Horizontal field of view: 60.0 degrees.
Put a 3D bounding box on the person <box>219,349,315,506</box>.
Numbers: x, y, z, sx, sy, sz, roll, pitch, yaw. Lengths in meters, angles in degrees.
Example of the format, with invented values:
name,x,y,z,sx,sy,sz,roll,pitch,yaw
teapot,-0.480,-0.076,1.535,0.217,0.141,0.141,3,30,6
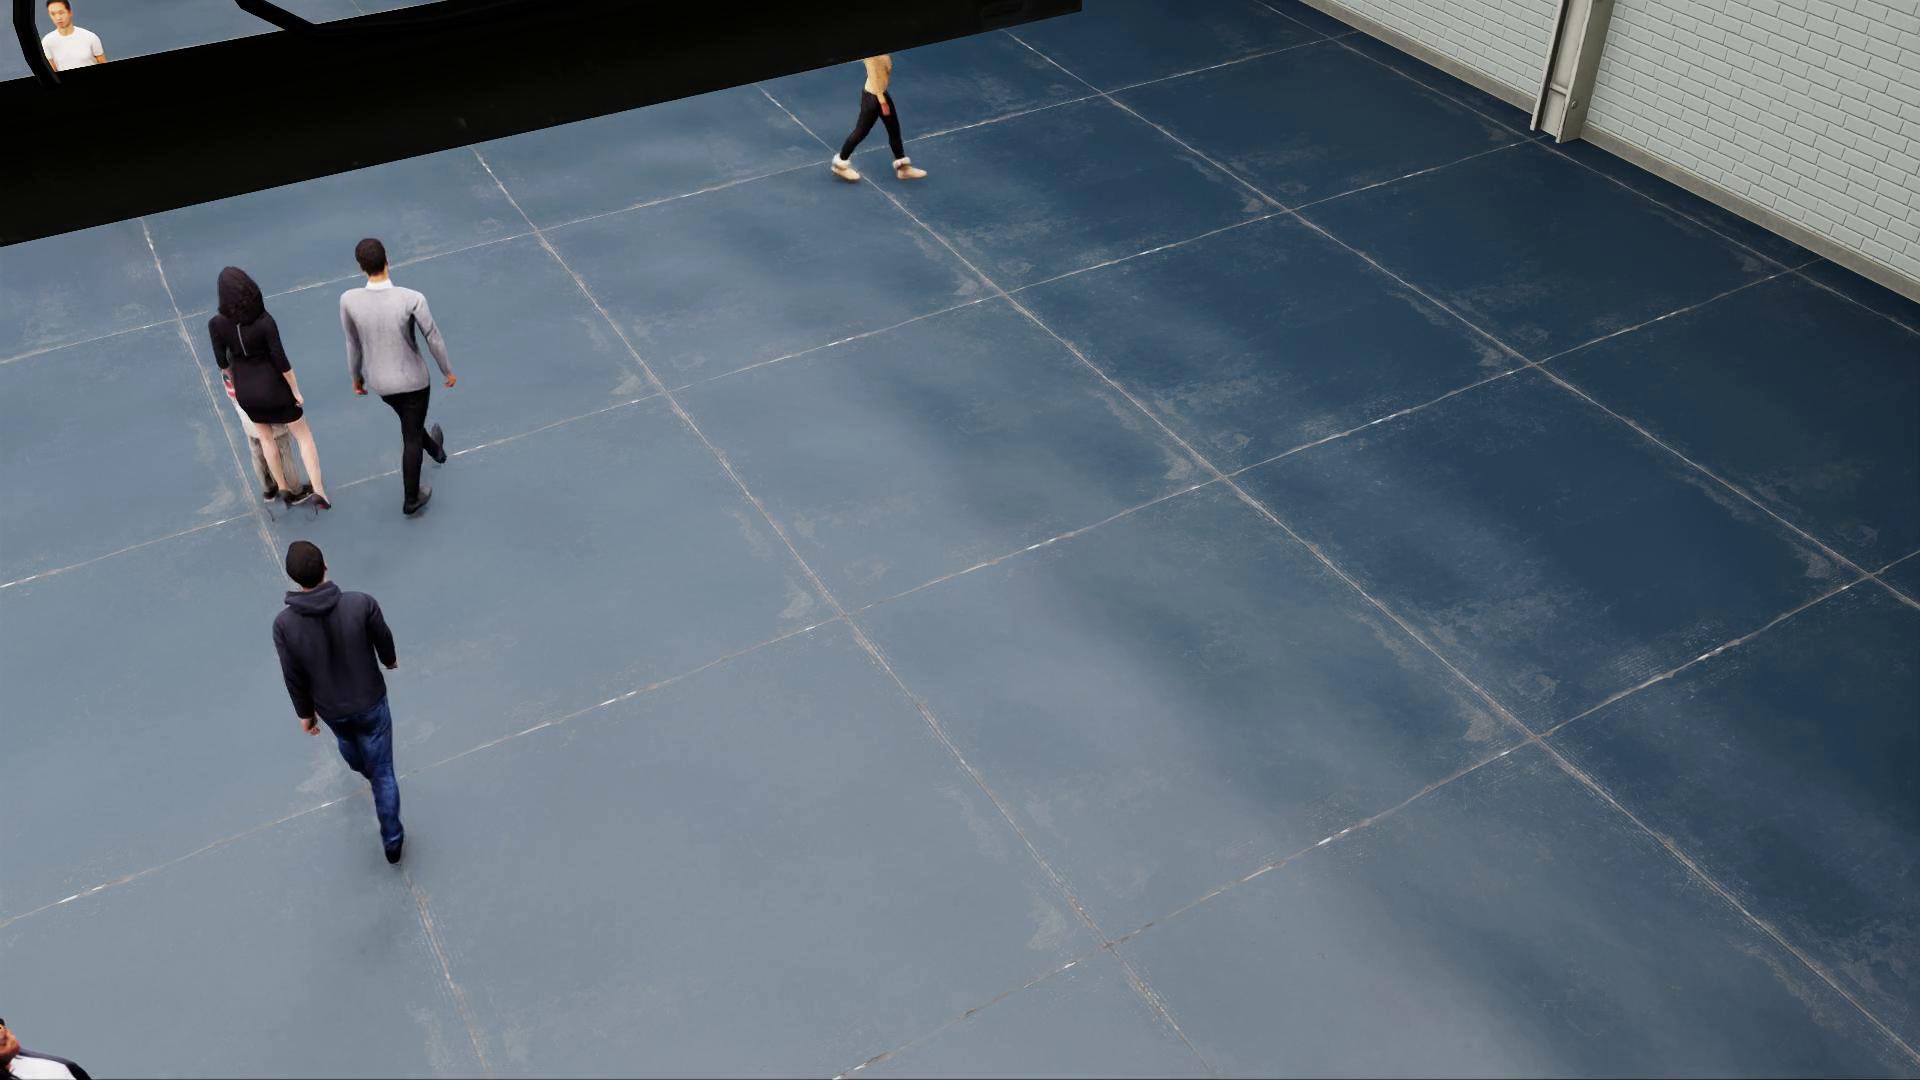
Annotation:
name,x,y,z,sx,sy,sz,roll,pitch,yaw
person,-4.688,-0.872,11.131,0.594,1.438,0.649,8,39,11

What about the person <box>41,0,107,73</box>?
name,x,y,z,sx,sy,sz,roll,pitch,yaw
person,-7.722,-3.922,14.732,0.654,1.804,0.560,-15,41,-19

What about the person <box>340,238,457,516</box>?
name,x,y,z,sx,sy,sz,roll,pitch,yaw
person,-3.724,-1.007,10.954,1.168,1.869,1.303,3,38,3

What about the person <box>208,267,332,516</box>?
name,x,y,z,sx,sy,sz,roll,pitch,yaw
person,-4.581,-0.908,10.891,0.747,1.790,0.755,2,38,3

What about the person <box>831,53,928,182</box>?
name,x,y,z,sx,sy,sz,roll,pitch,yaw
person,-0.848,-3.962,14.933,1.114,1.620,1.084,7,39,9

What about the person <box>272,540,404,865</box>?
name,x,y,z,sx,sy,sz,roll,pitch,yaw
person,-3.131,0.892,8.559,0.869,1.830,1.242,-10,39,-13
